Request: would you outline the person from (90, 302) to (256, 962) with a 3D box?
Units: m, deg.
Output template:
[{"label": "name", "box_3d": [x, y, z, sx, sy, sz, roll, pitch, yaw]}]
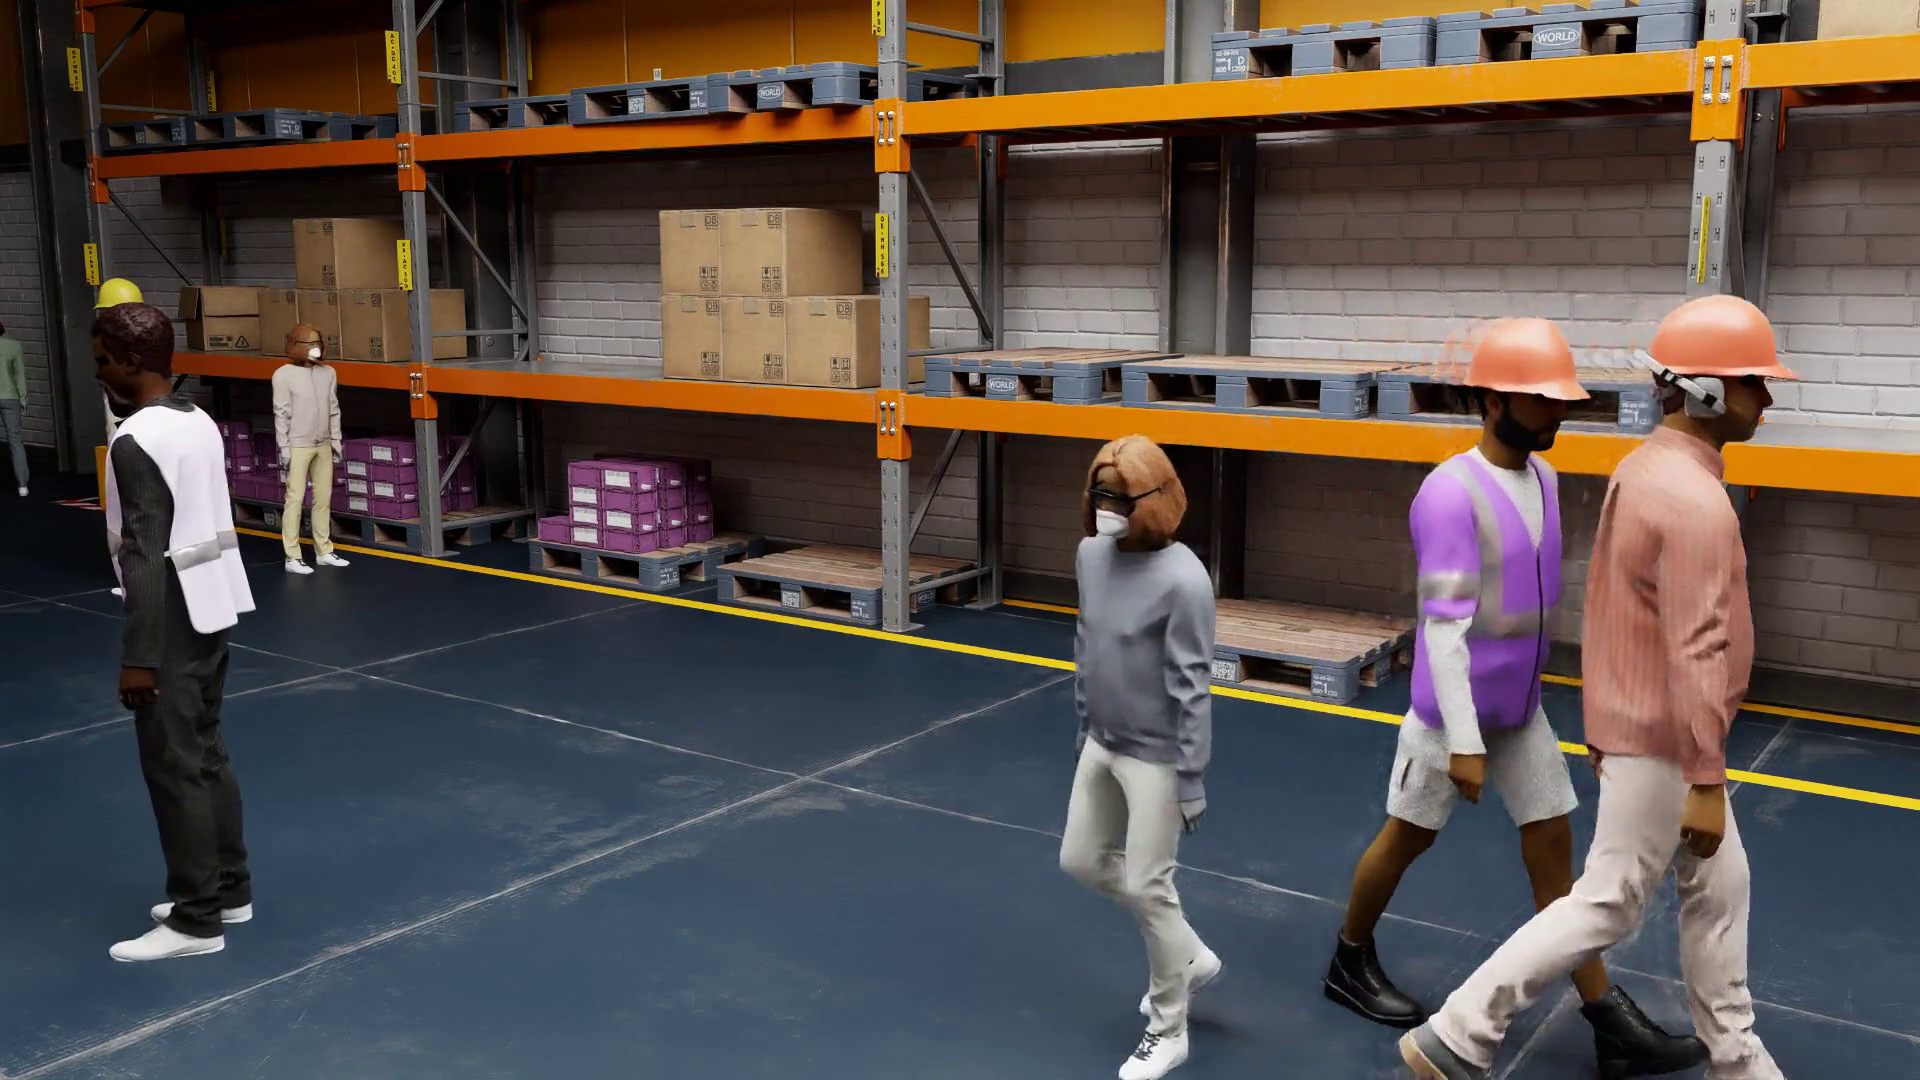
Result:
[{"label": "person", "box_3d": [-2.300, 0.261, 4.890, 0.409, 1.906, 0.604, -1, 10, -9]}]

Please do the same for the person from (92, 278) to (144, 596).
[{"label": "person", "box_3d": [-5.006, -0.621, 10.109, 0.397, 1.918, 0.588, 1, 10, 6]}]

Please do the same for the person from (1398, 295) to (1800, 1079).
[{"label": "person", "box_3d": [1.534, 0.423, 3.789, 0.986, 1.959, 0.635, 2, 10, 12]}]

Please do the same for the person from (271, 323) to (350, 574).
[{"label": "person", "box_3d": [-4.238, -0.596, 10.836, 0.284, 1.625, 0.492, 5, 11, 27]}]

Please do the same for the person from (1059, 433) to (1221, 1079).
[{"label": "person", "box_3d": [0.490, 0.528, 4.162, 0.430, 1.614, 0.529, -5, 11, -29]}]

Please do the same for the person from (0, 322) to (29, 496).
[{"label": "person", "box_3d": [-8.229, -1.167, 14.200, 0.497, 1.632, 0.289, -9, 13, -43]}]

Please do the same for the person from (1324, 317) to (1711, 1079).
[{"label": "person", "box_3d": [1.356, 0.397, 4.137, 0.570, 1.875, 1.033, -8, 12, -38]}]
